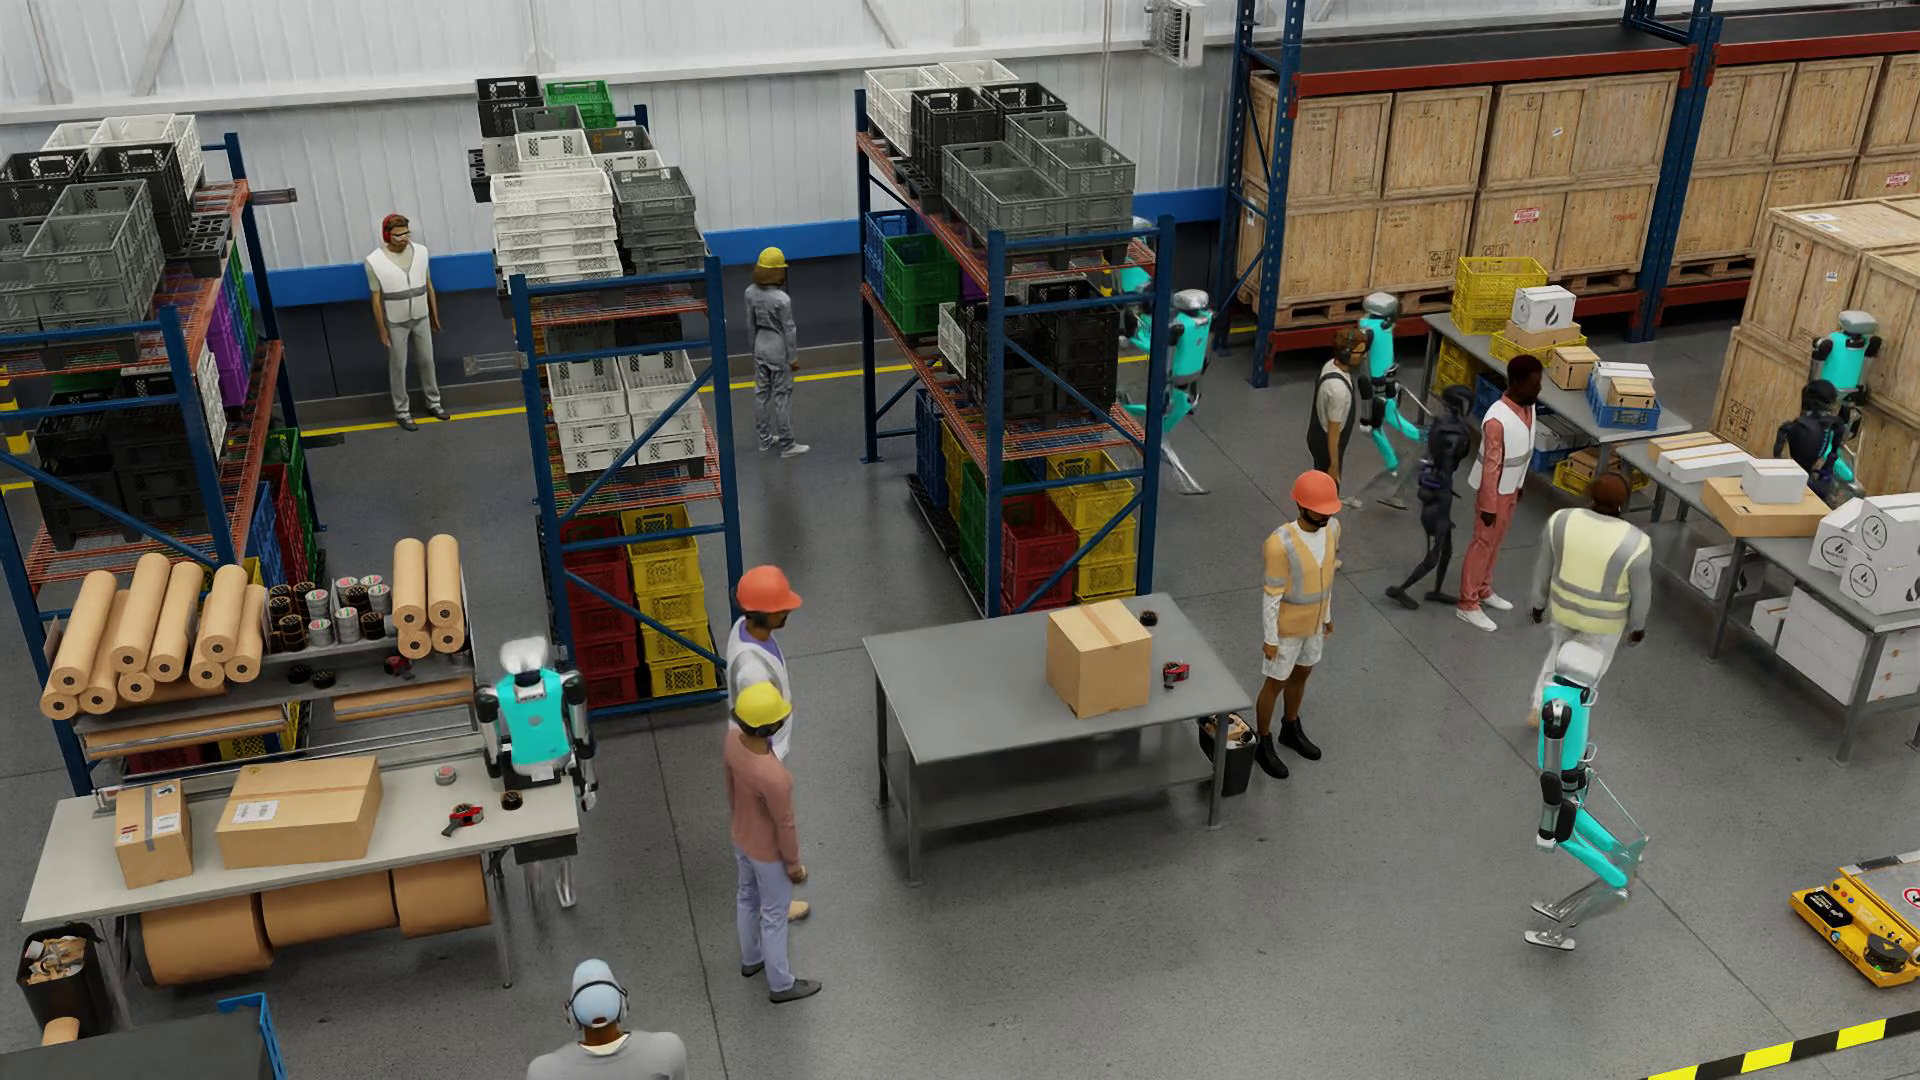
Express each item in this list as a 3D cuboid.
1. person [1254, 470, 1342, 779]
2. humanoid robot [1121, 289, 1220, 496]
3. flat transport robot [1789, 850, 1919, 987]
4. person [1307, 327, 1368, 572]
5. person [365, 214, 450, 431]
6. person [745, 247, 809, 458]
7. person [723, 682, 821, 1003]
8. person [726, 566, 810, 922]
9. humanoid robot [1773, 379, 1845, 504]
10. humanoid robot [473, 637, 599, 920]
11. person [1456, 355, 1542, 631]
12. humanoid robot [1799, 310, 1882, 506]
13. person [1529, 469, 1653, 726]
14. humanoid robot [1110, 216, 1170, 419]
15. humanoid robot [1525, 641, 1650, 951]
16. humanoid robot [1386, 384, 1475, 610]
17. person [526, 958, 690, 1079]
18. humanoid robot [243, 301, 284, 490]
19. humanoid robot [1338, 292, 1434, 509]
[{"bbox_3d":[1.960,0.470,9.574,0.548,1.937,0.355,-20,35,-32],"label":"person"},{"bbox_3d":[1.539,-1.130,12.698,0.539,1.727,1.010,-23,36,-36],"label":"humanoid robot"},{"bbox_3d":[5.163,1.916,8.676,1.431,0.231,0.659,-8,30,-14],"label":"flat transport robot"},{"bbox_3d":[2.615,-0.632,11.692,0.350,1.837,0.509,2,29,4],"label":"person"},{"bbox_3d":[-4.616,-1.834,13.875,0.385,1.835,0.565,25,38,38],"label":"person"},{"bbox_3d":[-1.484,-1.510,13.384,0.484,1.736,0.305,20,35,32],"label":"person"},{"bbox_3d":[-0.923,1.441,7.983,0.316,1.769,0.522,-20,34,-31],"label":"person"},{"bbox_3d":[-0.972,1.031,8.454,0.402,2.035,0.615,-4,29,-7],"label":"person"},{"bbox_3d":[5.692,-0.285,11.245,0.596,1.631,0.684,-8,30,-15],"label":"humanoid robot"},{"bbox_3d":[-2.140,1.200,8.514,0.539,1.841,0.747,-9,30,-17],"label":"humanoid robot"},{"bbox_3d":[3.590,-0.339,11.064,0.392,1.921,0.592,19,34,31],"label":"person"},{"bbox_3d":[6.418,-0.724,12.004,0.547,1.770,1.042,-8,30,-14],"label":"humanoid robot"},{"bbox_3d":[3.704,0.420,9.776,0.494,1.827,0.641,-24,37,-36],"label":"person"},{"bbox_3d":[1.597,-1.796,13.895,0.999,1.717,0.531,25,37,37],"label":"humanoid robot"},{"bbox_3d":[3.114,1.307,8.116,0.735,1.681,0.533,15,32,26],"label":"humanoid robot"},{"bbox_3d":[3.240,-0.289,11.230,0.492,1.647,0.604,7,30,13],"label":"humanoid robot"},{"bbox_3d":[-1.280,2.326,6.285,0.588,1.852,0.370,-9,30,-15],"label":"person"},{"bbox_3d":[-5.343,-1.058,12.609,0.315,1.657,0.599,-16,33,-27],"label":"humanoid robot"},{"bbox_3d":[3.248,-0.933,12.337,0.862,1.769,0.558,19,34,30],"label":"humanoid robot"}]
